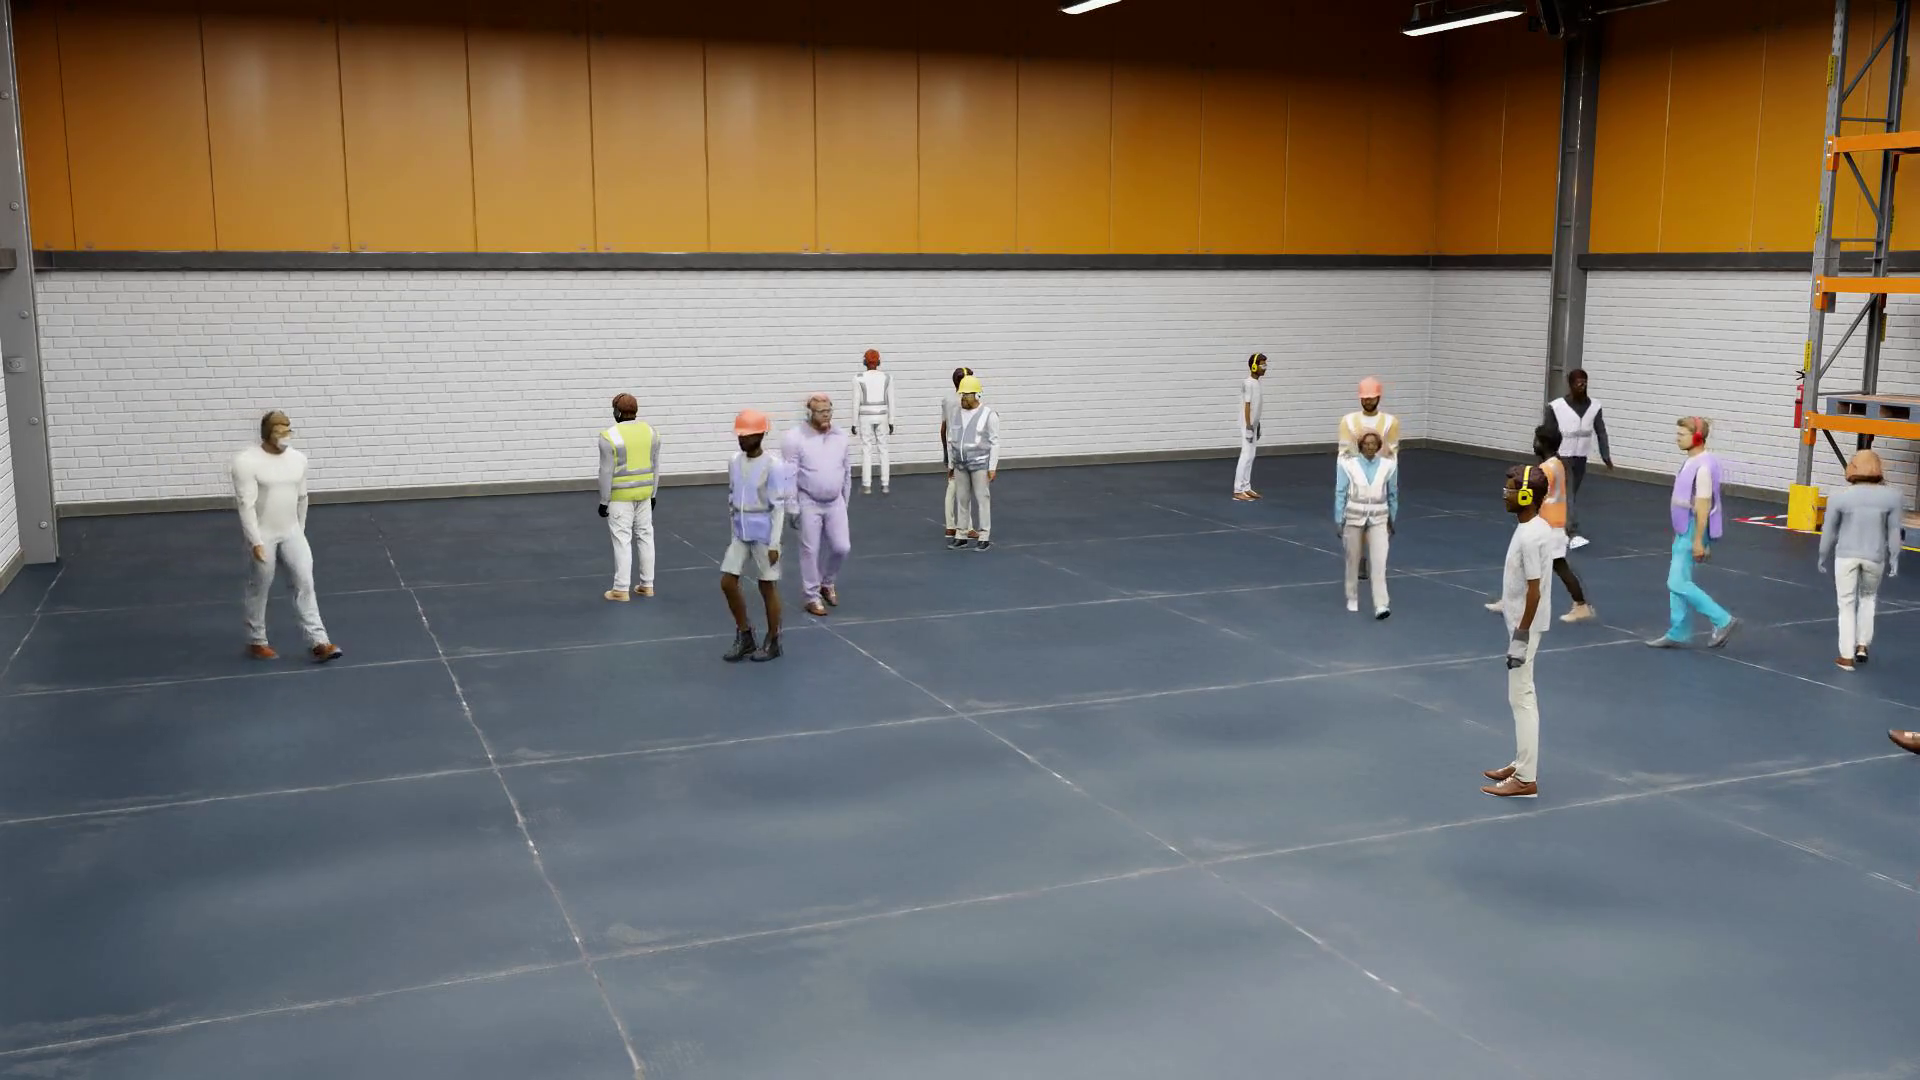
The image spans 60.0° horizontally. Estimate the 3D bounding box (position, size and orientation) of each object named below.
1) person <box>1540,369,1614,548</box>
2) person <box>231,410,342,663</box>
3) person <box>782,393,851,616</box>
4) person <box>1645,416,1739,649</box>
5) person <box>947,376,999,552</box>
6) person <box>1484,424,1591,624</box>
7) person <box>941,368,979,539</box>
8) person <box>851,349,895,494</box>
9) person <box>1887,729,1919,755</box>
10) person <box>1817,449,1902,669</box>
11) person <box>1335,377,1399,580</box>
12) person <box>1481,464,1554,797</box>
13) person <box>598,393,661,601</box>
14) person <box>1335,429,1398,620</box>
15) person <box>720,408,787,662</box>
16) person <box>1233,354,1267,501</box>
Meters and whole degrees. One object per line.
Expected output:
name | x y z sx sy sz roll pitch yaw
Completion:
person | 6.495 -0.844 17.481 0.609 1.872 0.974 -2 10 -13
person | -5.014 -0.004 12.316 0.967 1.892 0.638 7 12 36
person | -1.183 -0.299 14.089 0.657 1.894 0.418 -5 11 -29
person | 5.625 -0.040 12.716 0.537 1.827 0.571 3 10 16
person | 0.115 -0.791 17.267 0.599 1.830 0.403 6 11 32
person | 4.878 -0.136 13.833 0.874 1.650 0.541 4 10 25
person | 0.015 -0.938 18.079 0.518 1.862 0.329 9 13 44
person | -1.135 -1.544 21.673 0.584 1.882 0.337 -3 10 -20
person | 6.124 0.425 9.835 0.994 1.857 0.664 5 11 27
person | 6.602 0.139 12.235 0.519 1.615 0.417 3 10 16
person | 3.849 -0.585 15.748 0.550 1.922 0.443 3 10 19
person | 3.128 0.505 9.298 0.315 1.870 0.533 4 10 21
person | -2.950 -0.381 14.753 0.429 1.844 0.626 8 13 42
person | 3.422 -0.132 13.987 0.542 1.594 0.856 1 9 5
person | -1.558 -0.019 12.345 0.563 1.913 0.609 6 11 34
person | 3.696 -1.428 21.062 0.351 1.860 0.510 5 10 27
